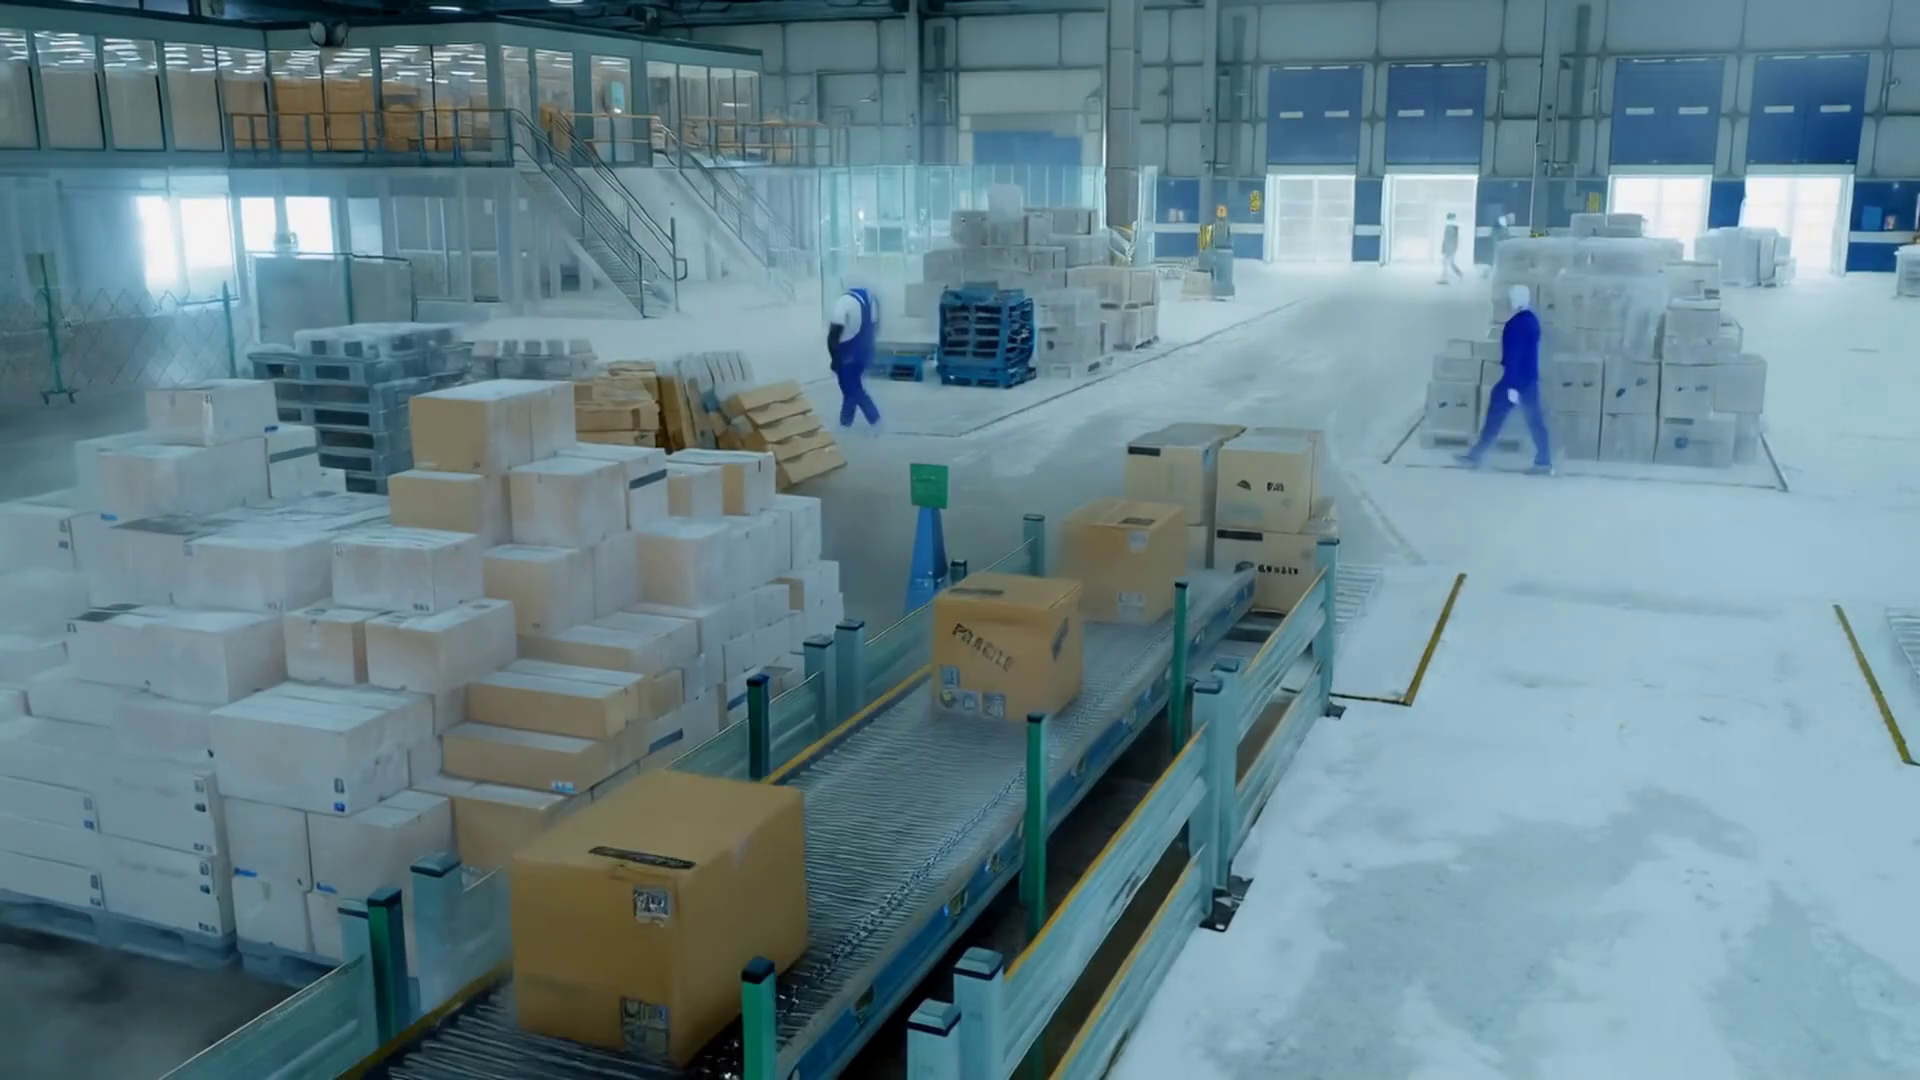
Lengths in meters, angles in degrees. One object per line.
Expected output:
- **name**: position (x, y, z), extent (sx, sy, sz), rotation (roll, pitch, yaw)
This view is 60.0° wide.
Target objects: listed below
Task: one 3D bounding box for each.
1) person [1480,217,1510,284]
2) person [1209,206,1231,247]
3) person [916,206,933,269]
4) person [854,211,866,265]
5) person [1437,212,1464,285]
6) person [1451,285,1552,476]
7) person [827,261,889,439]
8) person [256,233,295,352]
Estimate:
- **person**: position (14.156, -7.607, 43.776), extent (0.620, 1.803, 0.888), rotation (-6, 14, -25)
- **person**: position (7.505, -8.634, 47.953), extent (0.643, 1.974, 0.463), rotation (2, 13, 7)
- **person**: position (-1.106, -9.257, 50.926), extent (0.547, 1.914, 0.837), rotation (-1, 13, -6)
- **person**: position (-3.218, -9.682, 53.294), extent (0.318, 1.697, 0.535), rotation (5, 13, 21)
- **person**: position (12.933, -7.640, 43.670), extent (0.673, 1.898, 0.611), rotation (10, 16, 37)
- **person**: position (5.483, -1.587, 16.547), extent (1.037, 1.883, 0.653), rotation (11, 16, 40)
- **person**: position (-1.149, -2.154, 18.748), extent (0.903, 2.000, 0.680), rotation (8, 15, 33)
- **person**: position (-11.053, -3.966, 26.994), extent (0.936, 1.986, 0.717), rotation (0, 13, 0)
